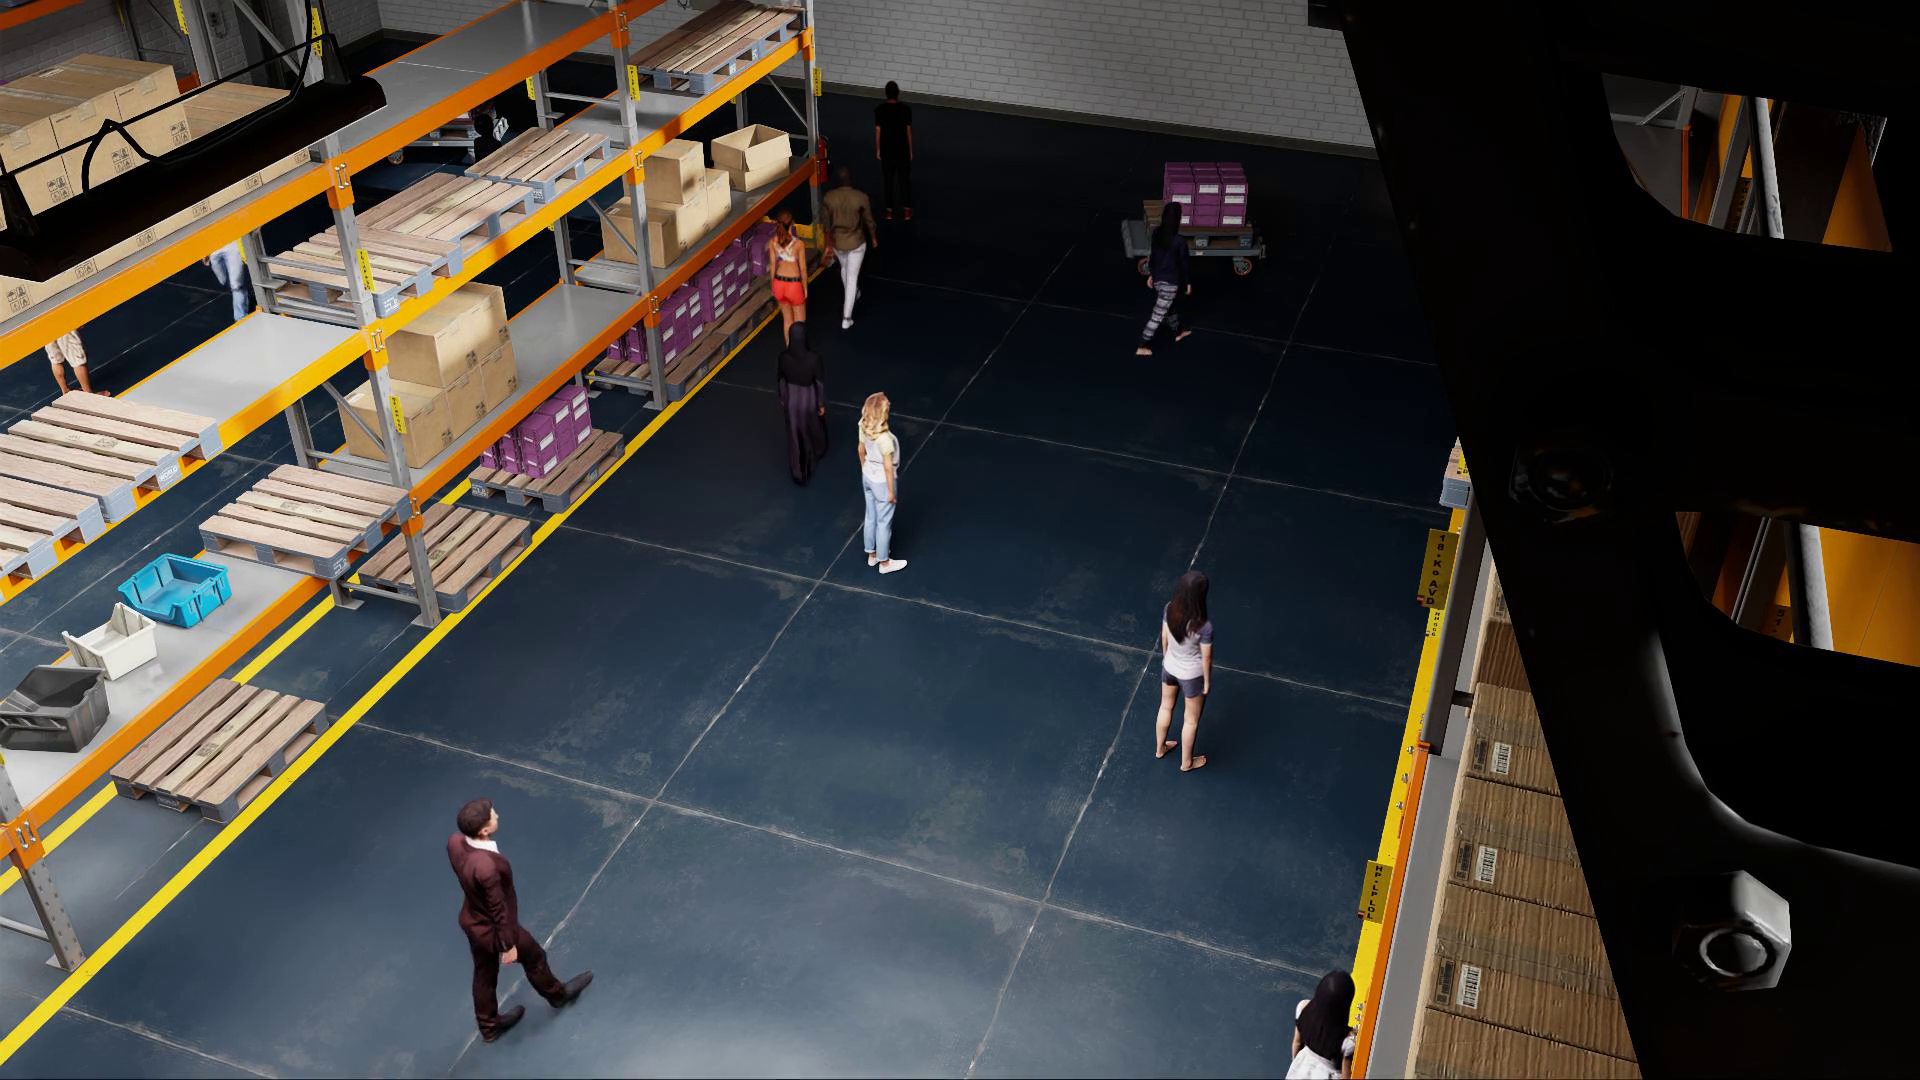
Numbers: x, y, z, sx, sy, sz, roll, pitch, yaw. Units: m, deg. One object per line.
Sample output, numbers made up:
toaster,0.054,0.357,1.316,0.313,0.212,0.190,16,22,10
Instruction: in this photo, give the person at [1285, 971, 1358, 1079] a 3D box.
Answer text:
person,1.944,2.996,9.018,0.802,1.769,0.776,-24,41,-32

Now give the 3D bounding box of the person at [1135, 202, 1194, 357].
person,2.148,-2.732,17.709,1.192,1.687,0.983,-25,41,-32

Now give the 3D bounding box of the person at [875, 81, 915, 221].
person,-0.820,-4.886,20.887,0.668,1.756,0.622,5,34,7

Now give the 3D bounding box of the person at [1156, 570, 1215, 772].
person,1.645,0.938,12.170,0.660,1.706,0.668,-28,43,-36

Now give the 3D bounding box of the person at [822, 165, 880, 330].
person,-1.233,-3.189,18.318,0.819,1.773,1.204,7,34,11

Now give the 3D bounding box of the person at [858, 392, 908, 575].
person,-0.701,-0.497,14.315,0.723,1.722,0.706,-22,39,-29

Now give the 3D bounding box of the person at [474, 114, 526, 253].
person,-5.614,-4.311,20.071,0.587,1.702,0.559,8,34,11

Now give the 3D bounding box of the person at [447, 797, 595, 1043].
person,-2.862,2.333,9.947,0.938,1.845,1.108,27,42,34

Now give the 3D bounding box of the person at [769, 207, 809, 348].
person,-1.816,-2.585,17.408,0.616,1.775,0.848,8,34,12

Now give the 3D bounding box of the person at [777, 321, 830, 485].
person,-1.499,-1.272,15.586,0.816,1.606,1.122,2,34,3
